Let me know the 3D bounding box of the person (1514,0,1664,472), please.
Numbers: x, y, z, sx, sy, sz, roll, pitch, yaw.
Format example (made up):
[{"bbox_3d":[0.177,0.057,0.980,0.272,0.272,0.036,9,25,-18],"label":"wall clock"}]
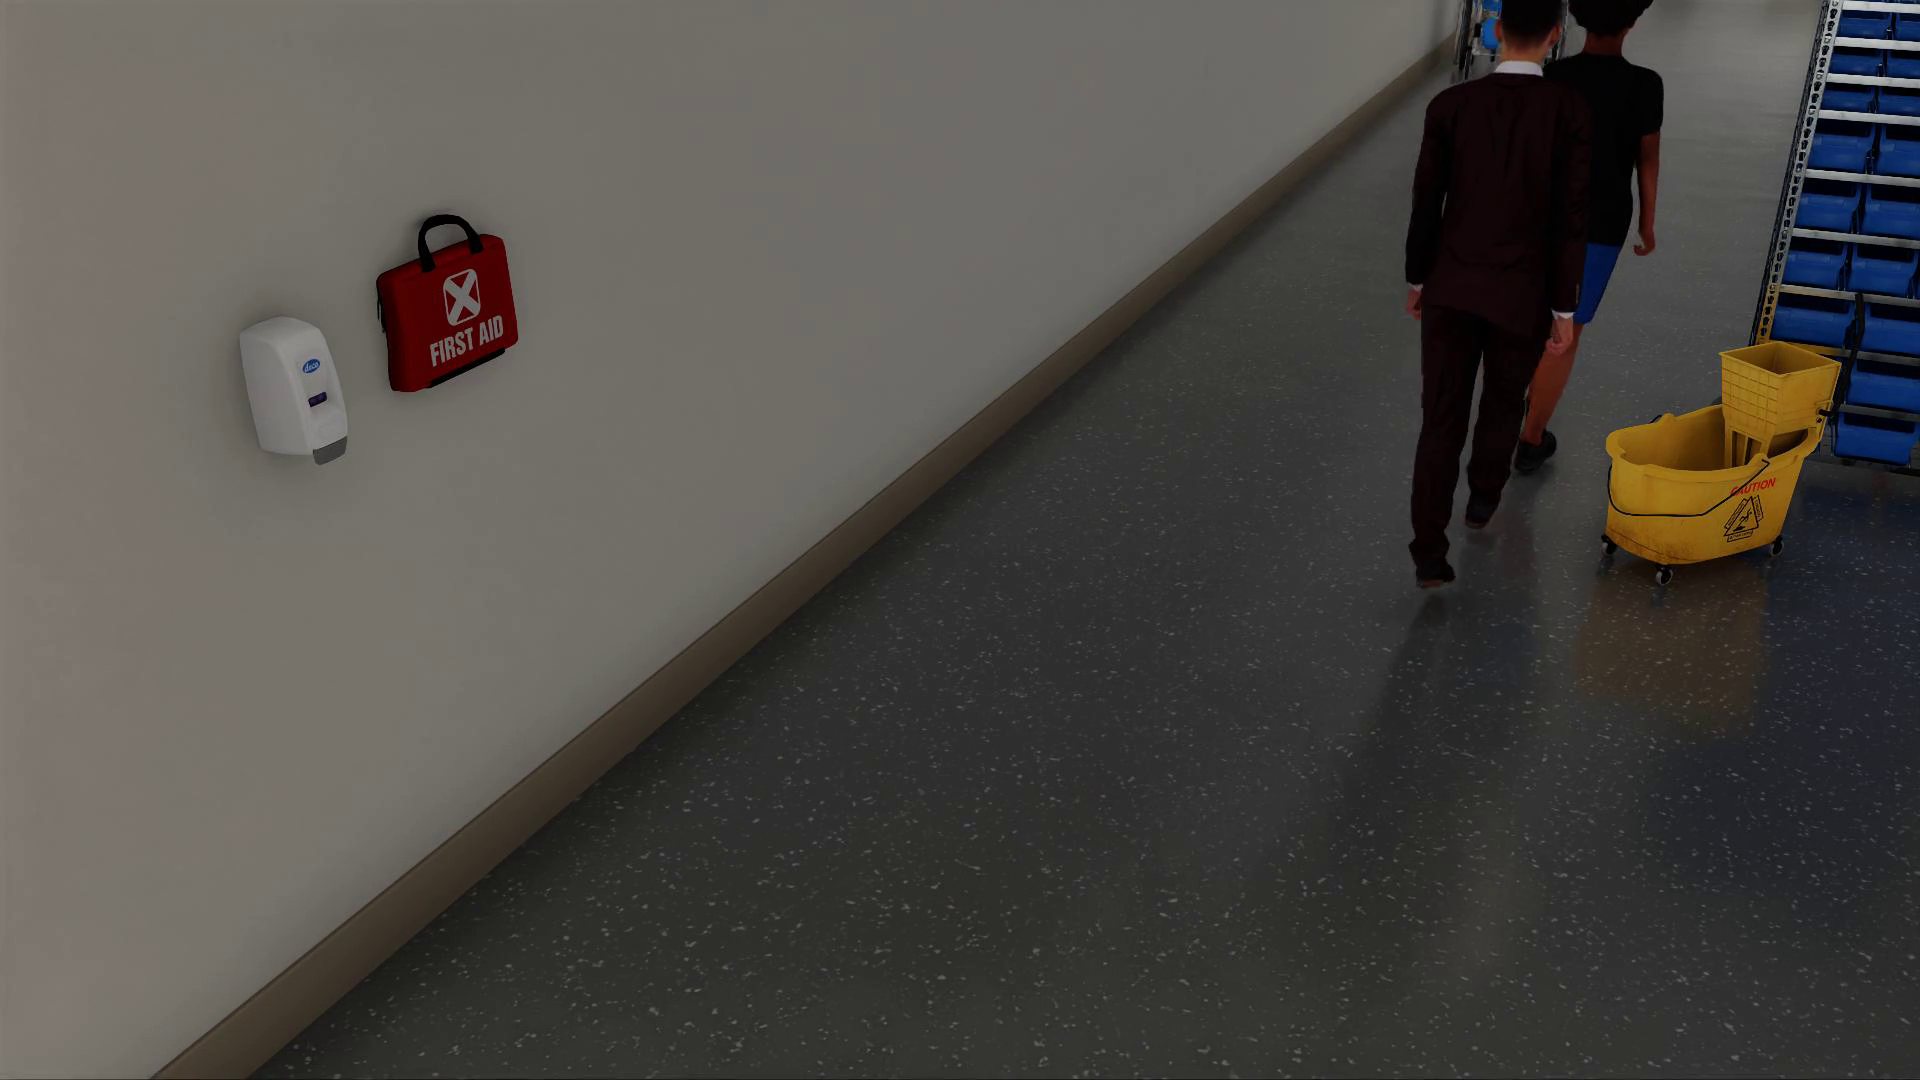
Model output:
[{"bbox_3d":[2.157,-1.095,5.891,0.934,1.772,0.816,20,32,36],"label":"person"}]

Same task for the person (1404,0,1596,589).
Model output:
[{"bbox_3d":[1.570,-0.703,5.023,1.159,1.820,0.787,11,28,21],"label":"person"}]
